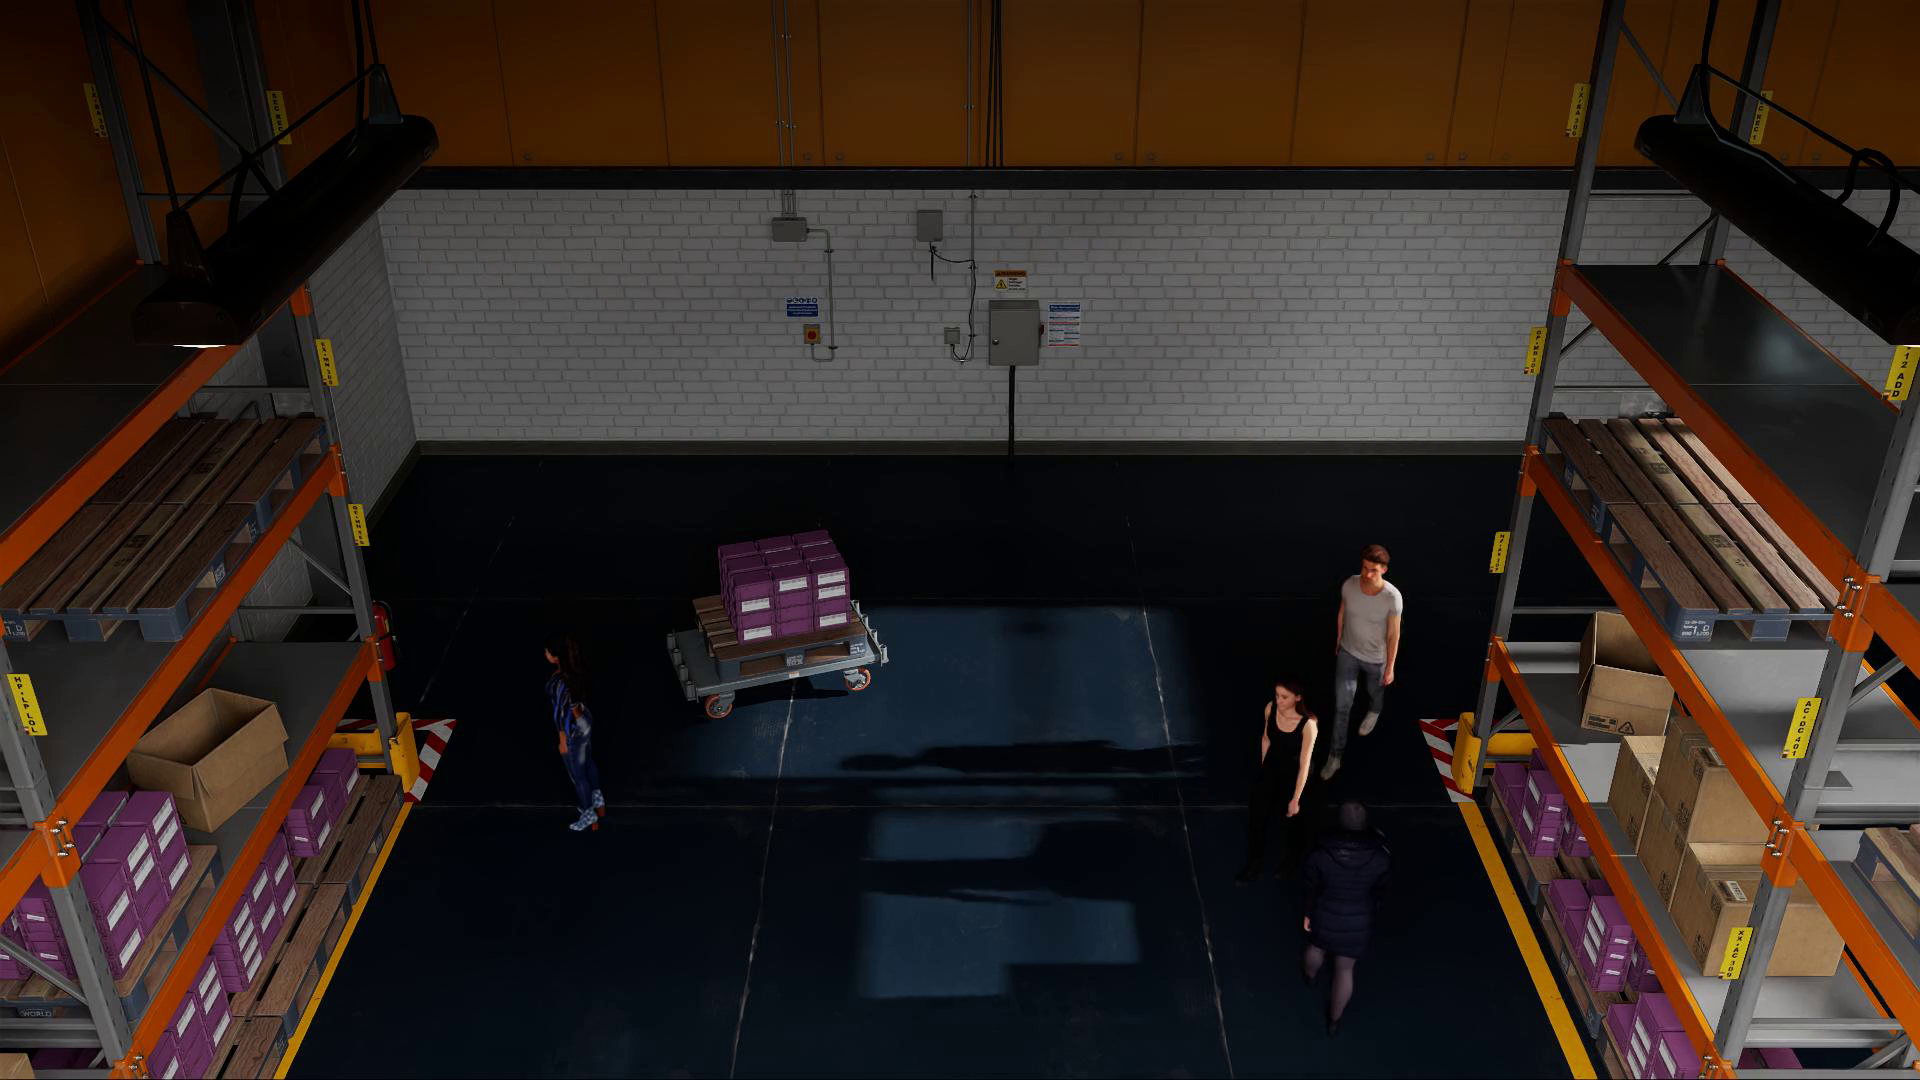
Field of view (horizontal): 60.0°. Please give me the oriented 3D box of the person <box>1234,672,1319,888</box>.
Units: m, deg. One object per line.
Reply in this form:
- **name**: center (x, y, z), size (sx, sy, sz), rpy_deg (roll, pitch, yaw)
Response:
- **person**: center (2.256, 1.578, 11.210), size (0.865, 1.666, 0.928), rpy_deg (23, 36, 36)

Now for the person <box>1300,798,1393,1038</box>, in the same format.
- **person**: center (2.289, 2.280, 9.930), size (0.729, 1.661, 0.888), rpy_deg (4, 29, 7)

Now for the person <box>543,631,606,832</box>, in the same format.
- **person**: center (-2.708, 1.333, 11.706), size (0.657, 1.622, 0.469), rpy_deg (0, 29, 0)

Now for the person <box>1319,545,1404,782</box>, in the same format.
- **person**: center (3.057, 0.820, 12.415), size (1.093, 1.843, 1.346), rpy_deg (16, 32, 27)
